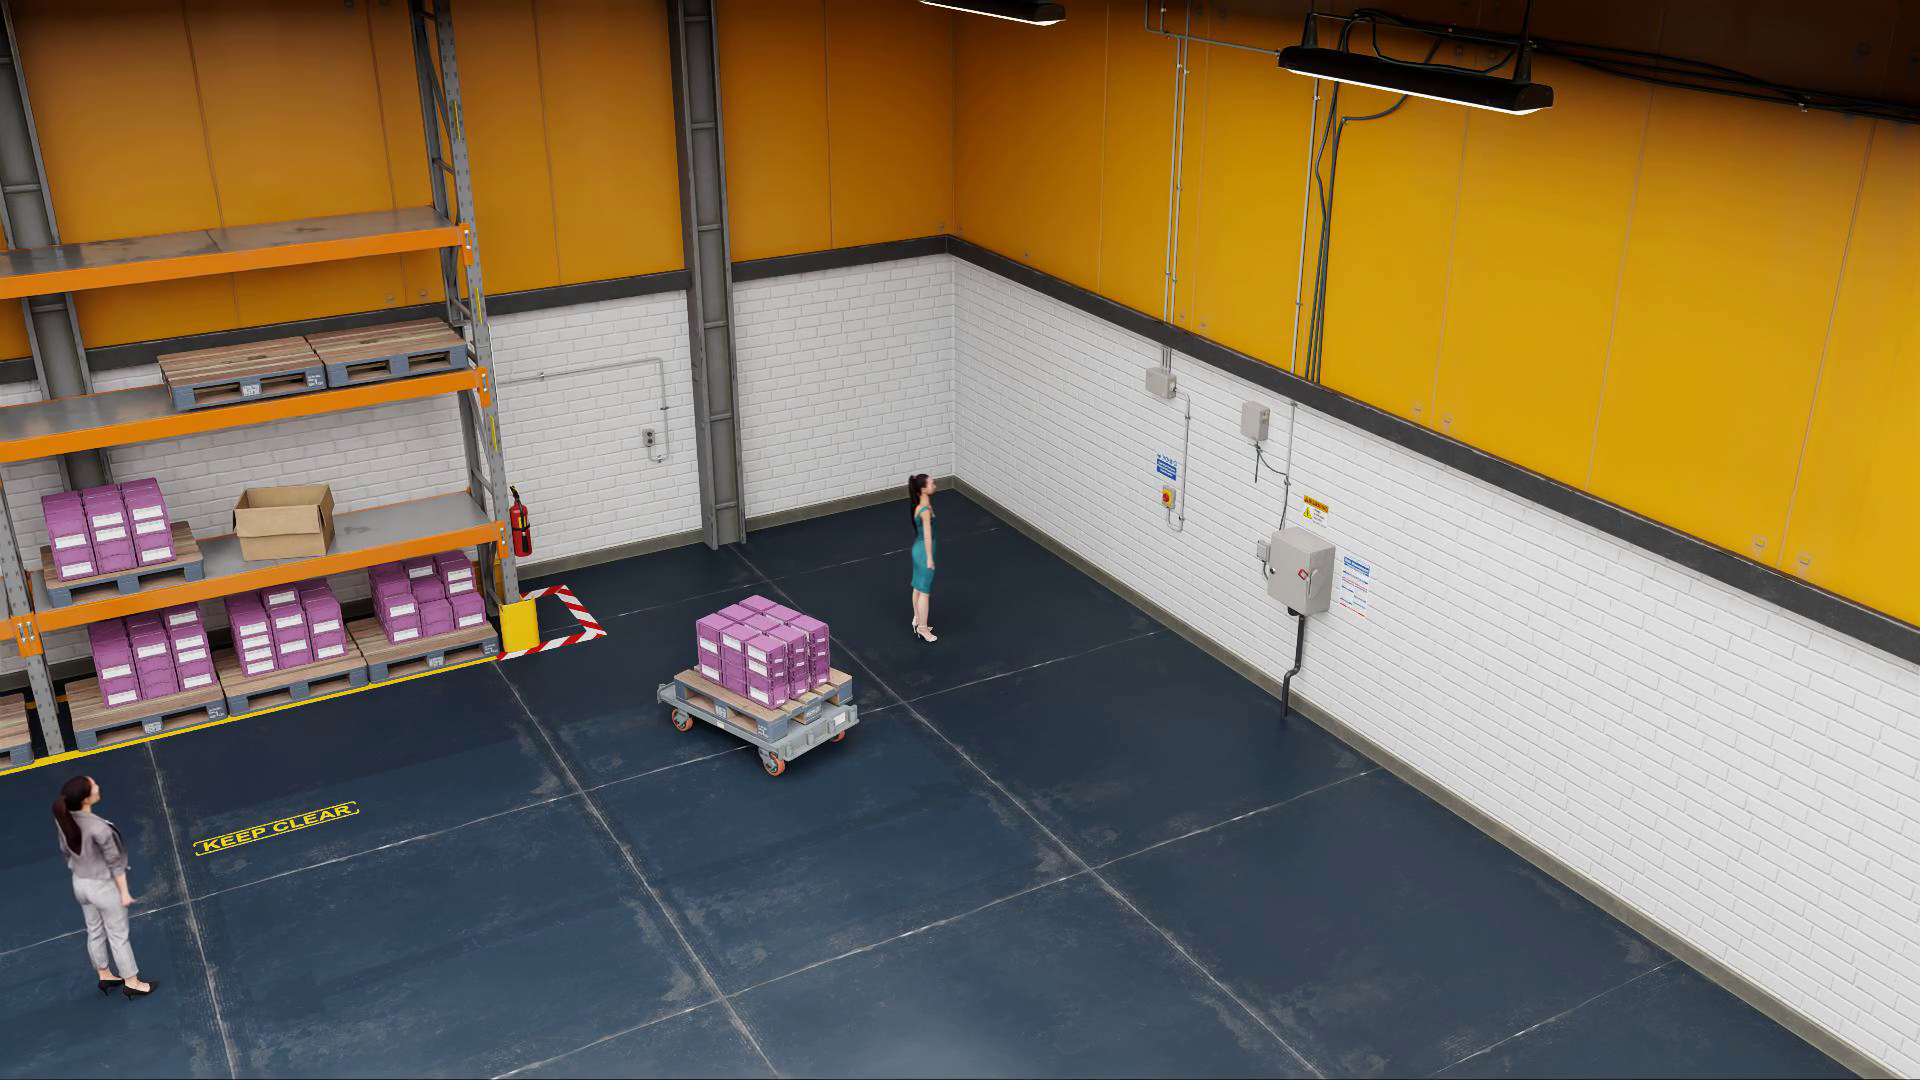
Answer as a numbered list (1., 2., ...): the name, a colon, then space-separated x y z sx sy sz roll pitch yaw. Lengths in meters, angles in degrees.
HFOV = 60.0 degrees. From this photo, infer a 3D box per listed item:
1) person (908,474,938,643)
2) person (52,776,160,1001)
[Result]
1. person: -0.340 0.153 15.937 0.582 1.685 0.600 -4 24 -9
2. person: -5.700 2.307 11.020 0.718 1.677 0.757 9 25 21
